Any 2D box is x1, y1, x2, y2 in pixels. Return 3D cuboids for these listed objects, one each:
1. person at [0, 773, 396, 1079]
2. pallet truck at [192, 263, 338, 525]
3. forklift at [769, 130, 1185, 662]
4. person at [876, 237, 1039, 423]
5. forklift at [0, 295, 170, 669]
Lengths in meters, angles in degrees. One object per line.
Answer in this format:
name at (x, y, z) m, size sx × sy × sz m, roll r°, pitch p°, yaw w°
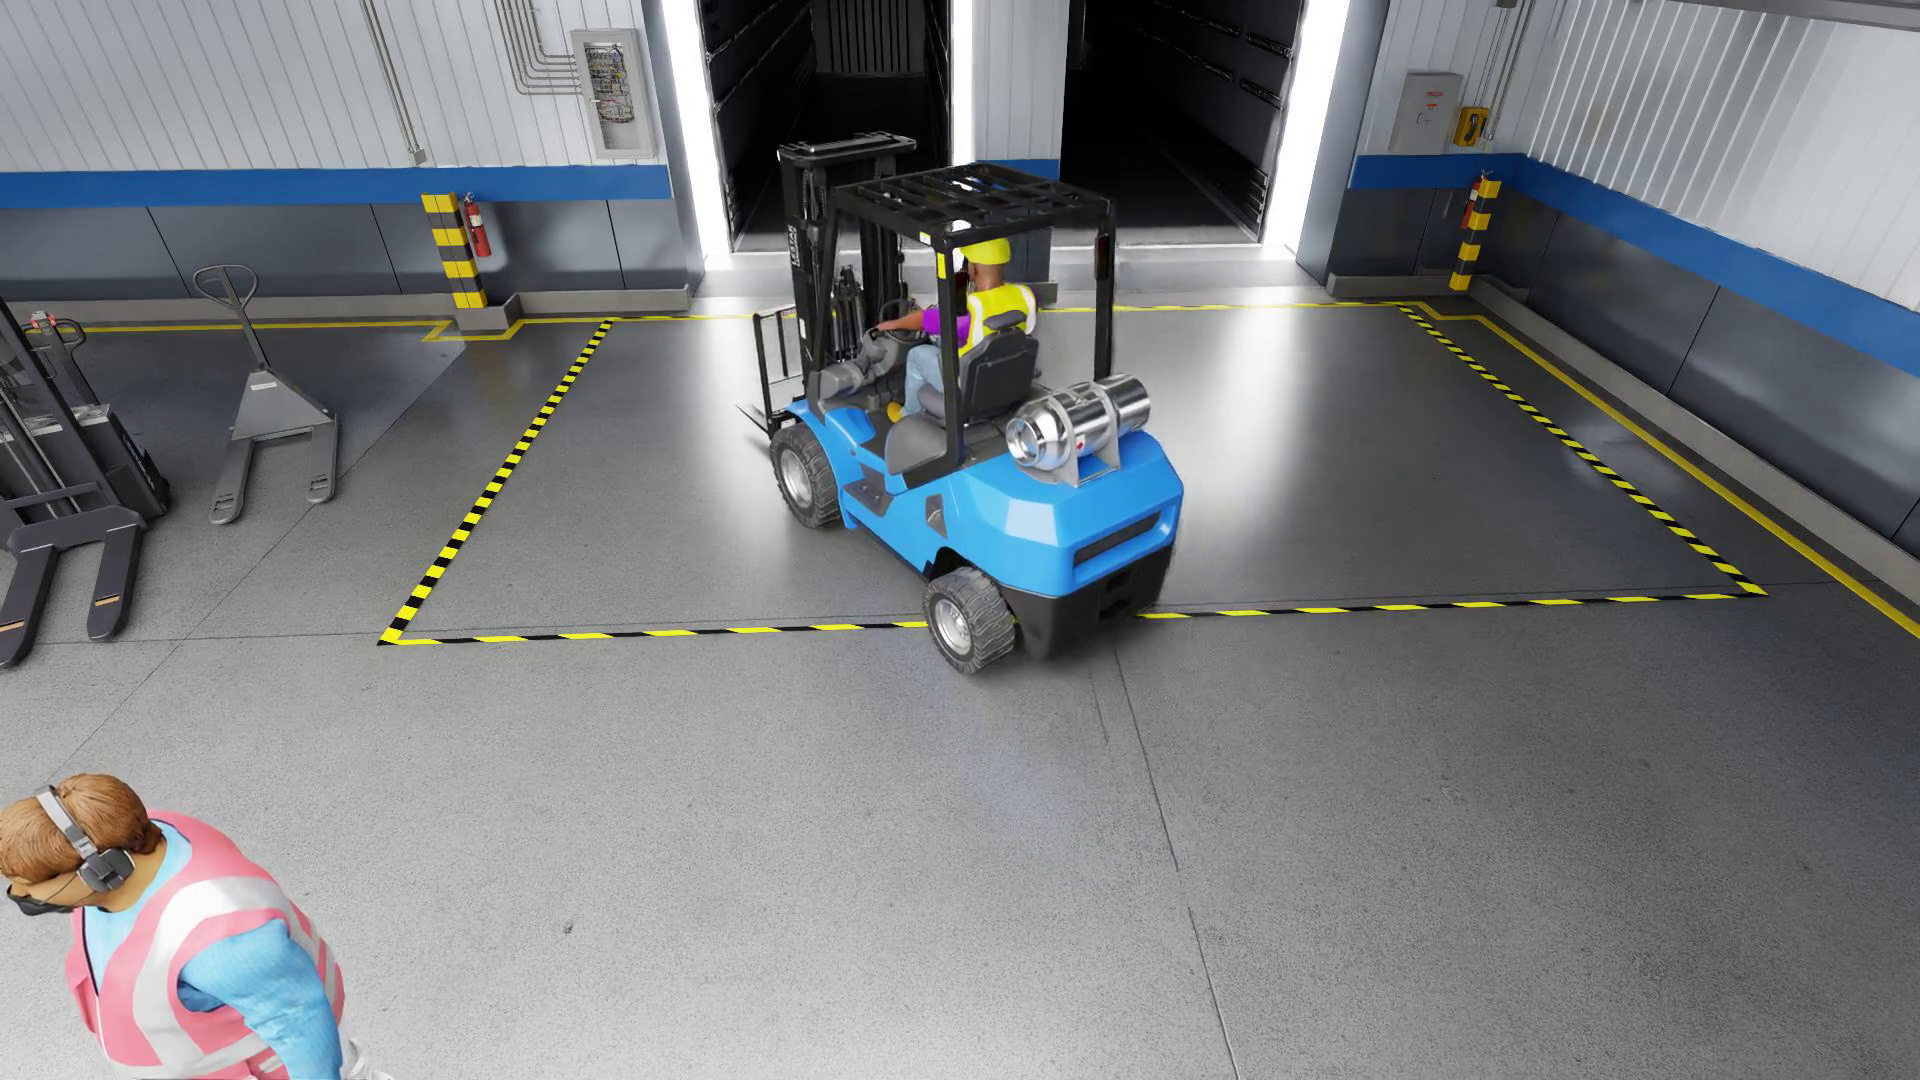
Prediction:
person at (-1.791, 1.252, 2.326) m, size 0.627 × 1.842 × 0.429 m, roll 19°, pitch 39°, yaw 25°
pallet truck at (-4.778, -1.027, 6.128) m, size 0.680 × 1.201 × 1.601 m, roll -17°, pitch 38°, yaw -23°
forklift at (-0.024, -0.917, 4.996) m, size 1.157 × 2.036 × 2.680 m, roll -23°, pitch 41°, yaw -30°
person at (-0.055, -1.101, 4.933) m, size 0.635 × 1.293 × 1.002 m, roll -23°, pitch 41°, yaw -30°
forklift at (-5.212, -0.618, 4.878) m, size 0.823 × 1.965 × 1.885 m, roll -20°, pitch 39°, yaw -26°
